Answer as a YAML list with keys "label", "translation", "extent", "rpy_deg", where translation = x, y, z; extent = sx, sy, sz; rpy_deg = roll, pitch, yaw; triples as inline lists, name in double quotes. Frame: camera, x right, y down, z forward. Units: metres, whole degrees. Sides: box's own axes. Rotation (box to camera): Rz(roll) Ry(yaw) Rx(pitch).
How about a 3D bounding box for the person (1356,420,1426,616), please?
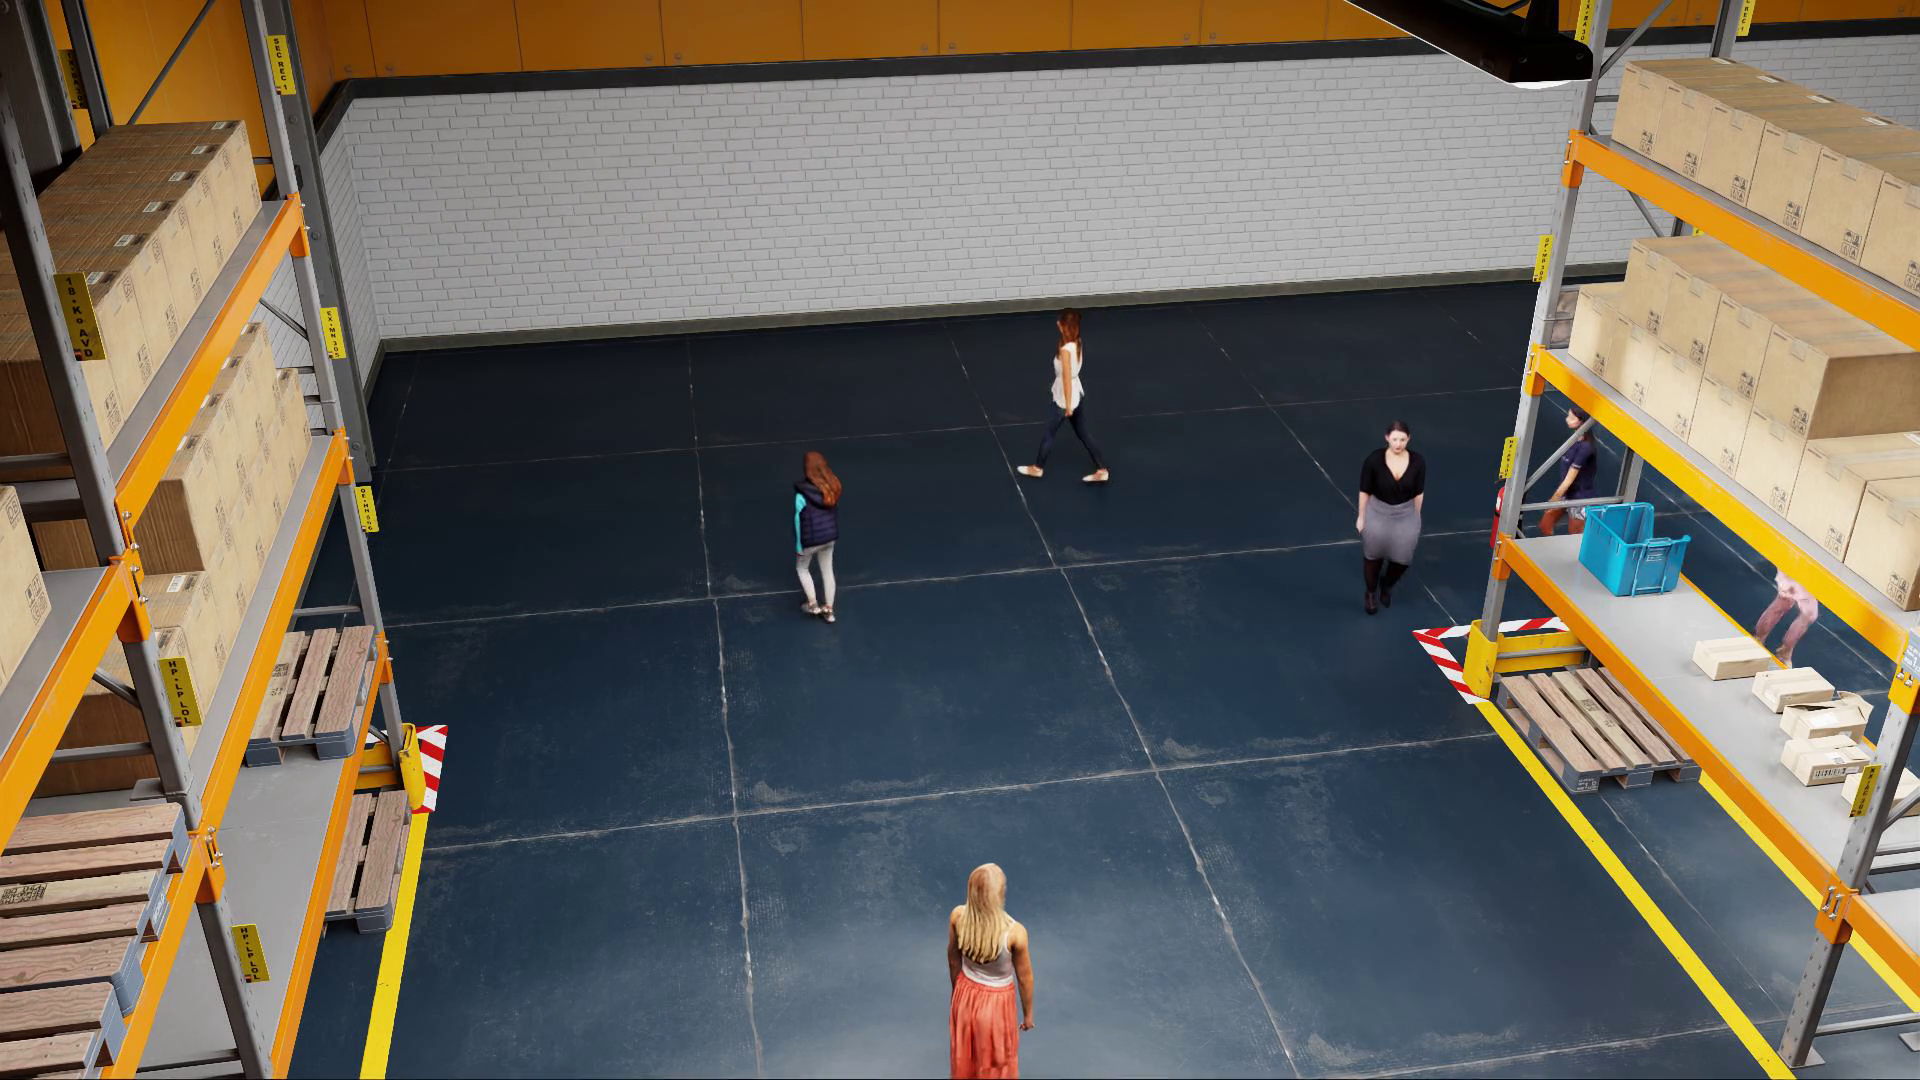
- label: "person"
  translation: [3.477, -0.203, 13.515]
  extent: [0.757, 1.746, 0.729]
  rpy_deg: [4, 29, 8]

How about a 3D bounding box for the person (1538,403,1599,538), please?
- label: "person"
  translation: [5.178, -0.322, 13.740]
  extent: [0.760, 1.740, 0.747]
  rpy_deg: [5, 29, 10]

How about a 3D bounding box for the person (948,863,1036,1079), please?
- label: "person"
  translation: [0.129, 2.428, 8.634]
  extent: [0.732, 1.801, 0.777]
  rpy_deg: [16, 32, 26]

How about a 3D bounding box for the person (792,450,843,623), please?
- label: "person"
  translation: [-1.115, 0.005, 13.406]
  extent: [0.699, 1.487, 0.742]
  rpy_deg: [-20, 34, -32]

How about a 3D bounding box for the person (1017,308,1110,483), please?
- label: "person"
  translation: [1.108, -1.299, 15.533]
  extent: [1.032, 1.738, 1.117]
  rpy_deg: [11, 30, 19]
